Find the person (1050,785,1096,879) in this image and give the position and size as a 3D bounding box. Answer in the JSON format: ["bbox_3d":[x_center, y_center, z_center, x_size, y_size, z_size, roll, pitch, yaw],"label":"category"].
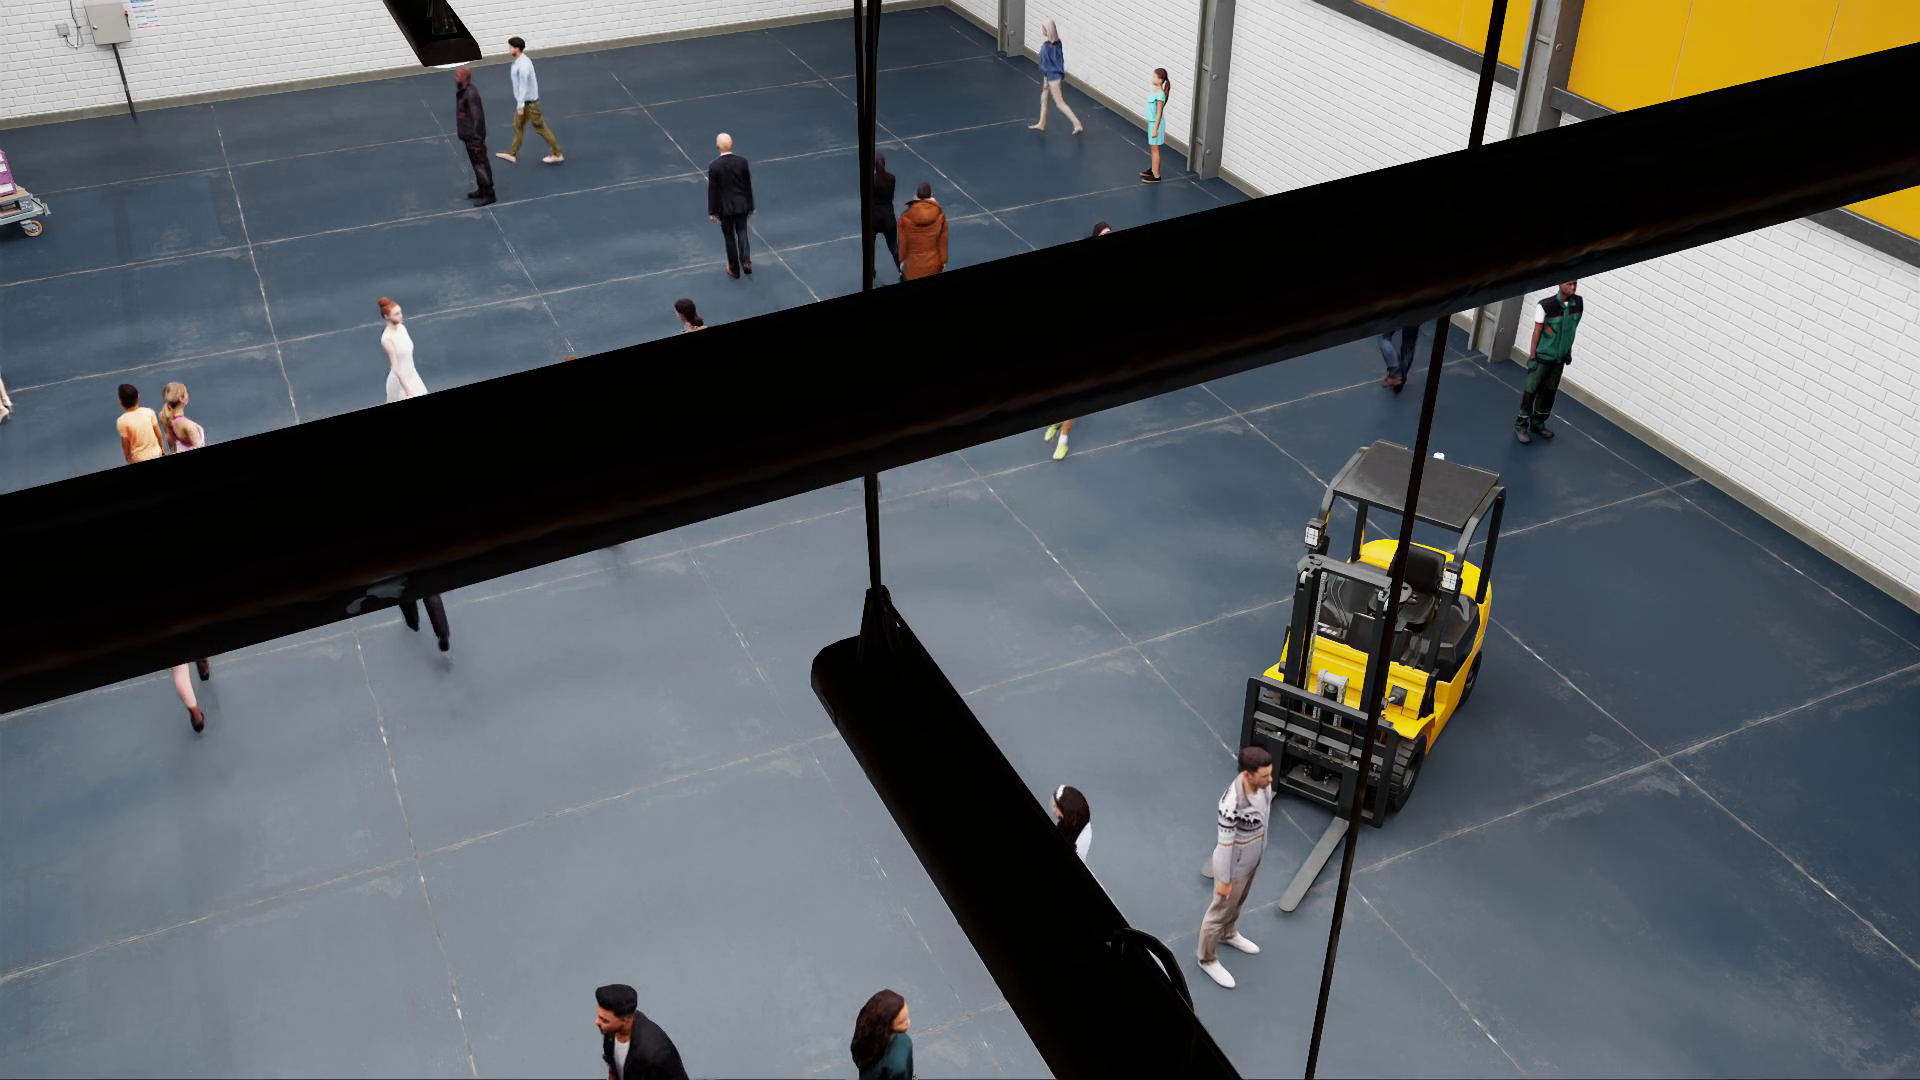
[{"bbox_3d":[0.744,2.306,10.355,0.947,1.791,0.867,19,38,26],"label":"person"}]

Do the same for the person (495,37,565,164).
[{"bbox_3d":[-5.841,-5.998,22.874,0.893,1.761,1.148,-8,34,-12],"label":"person"}]

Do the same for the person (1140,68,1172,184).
[{"bbox_3d":[2.653,-5.617,22.484,0.696,1.558,0.604,1,34,1],"label":"person"}]

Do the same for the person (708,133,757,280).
[{"bbox_3d":[-2.676,-3.917,19.713,0.716,1.794,0.715,-13,36,-18],"label":"person"}]

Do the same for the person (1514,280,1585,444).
[{"bbox_3d":[5.867,-1.851,16.564,0.698,1.839,0.632,-11,35,-16],"label":"person"}]

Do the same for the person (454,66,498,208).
[{"bbox_3d":[-6.357,-5.321,21.797,0.765,1.825,0.533,-16,37,-23],"label":"person"}]

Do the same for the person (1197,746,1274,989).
[{"bbox_3d":[1.787,2.032,10.704,0.751,1.860,0.764,20,39,27],"label":"person"}]

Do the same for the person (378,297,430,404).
[{"bbox_3d":[-5.489,-1.497,16.109,1.087,1.754,1.084,8,34,12],"label":"person"}]

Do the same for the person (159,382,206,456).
[{"bbox_3d":[-6.828,-0.535,14.643,0.781,1.774,0.847,19,38,26],"label":"person"}]

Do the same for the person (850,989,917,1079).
[{"bbox_3d":[-0.507,3.092,9.345,0.856,1.599,0.812,6,34,9],"label":"person"}]

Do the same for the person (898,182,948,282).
[{"bbox_3d":[-0.396,-3.001,18.317,0.884,1.814,1.077,-1,34,-2],"label":"person"}]

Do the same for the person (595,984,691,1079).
[{"bbox_3d":[-1.635,3.047,9.252,0.894,1.777,0.951,-24,41,-32],"label":"person"}]

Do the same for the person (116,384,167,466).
[{"bbox_3d":[-7.423,-0.736,15.234,0.774,1.454,0.703,20,39,27],"label":"person"}]

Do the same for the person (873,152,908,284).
[{"bbox_3d":[-0.871,-3.704,19.548,0.666,1.622,1.108,-19,38,-26],"label":"person"}]

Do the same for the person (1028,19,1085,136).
[{"bbox_3d":[1.426,-6.575,23.843,1.178,1.649,1.066,16,37,22],"label":"person"}]
